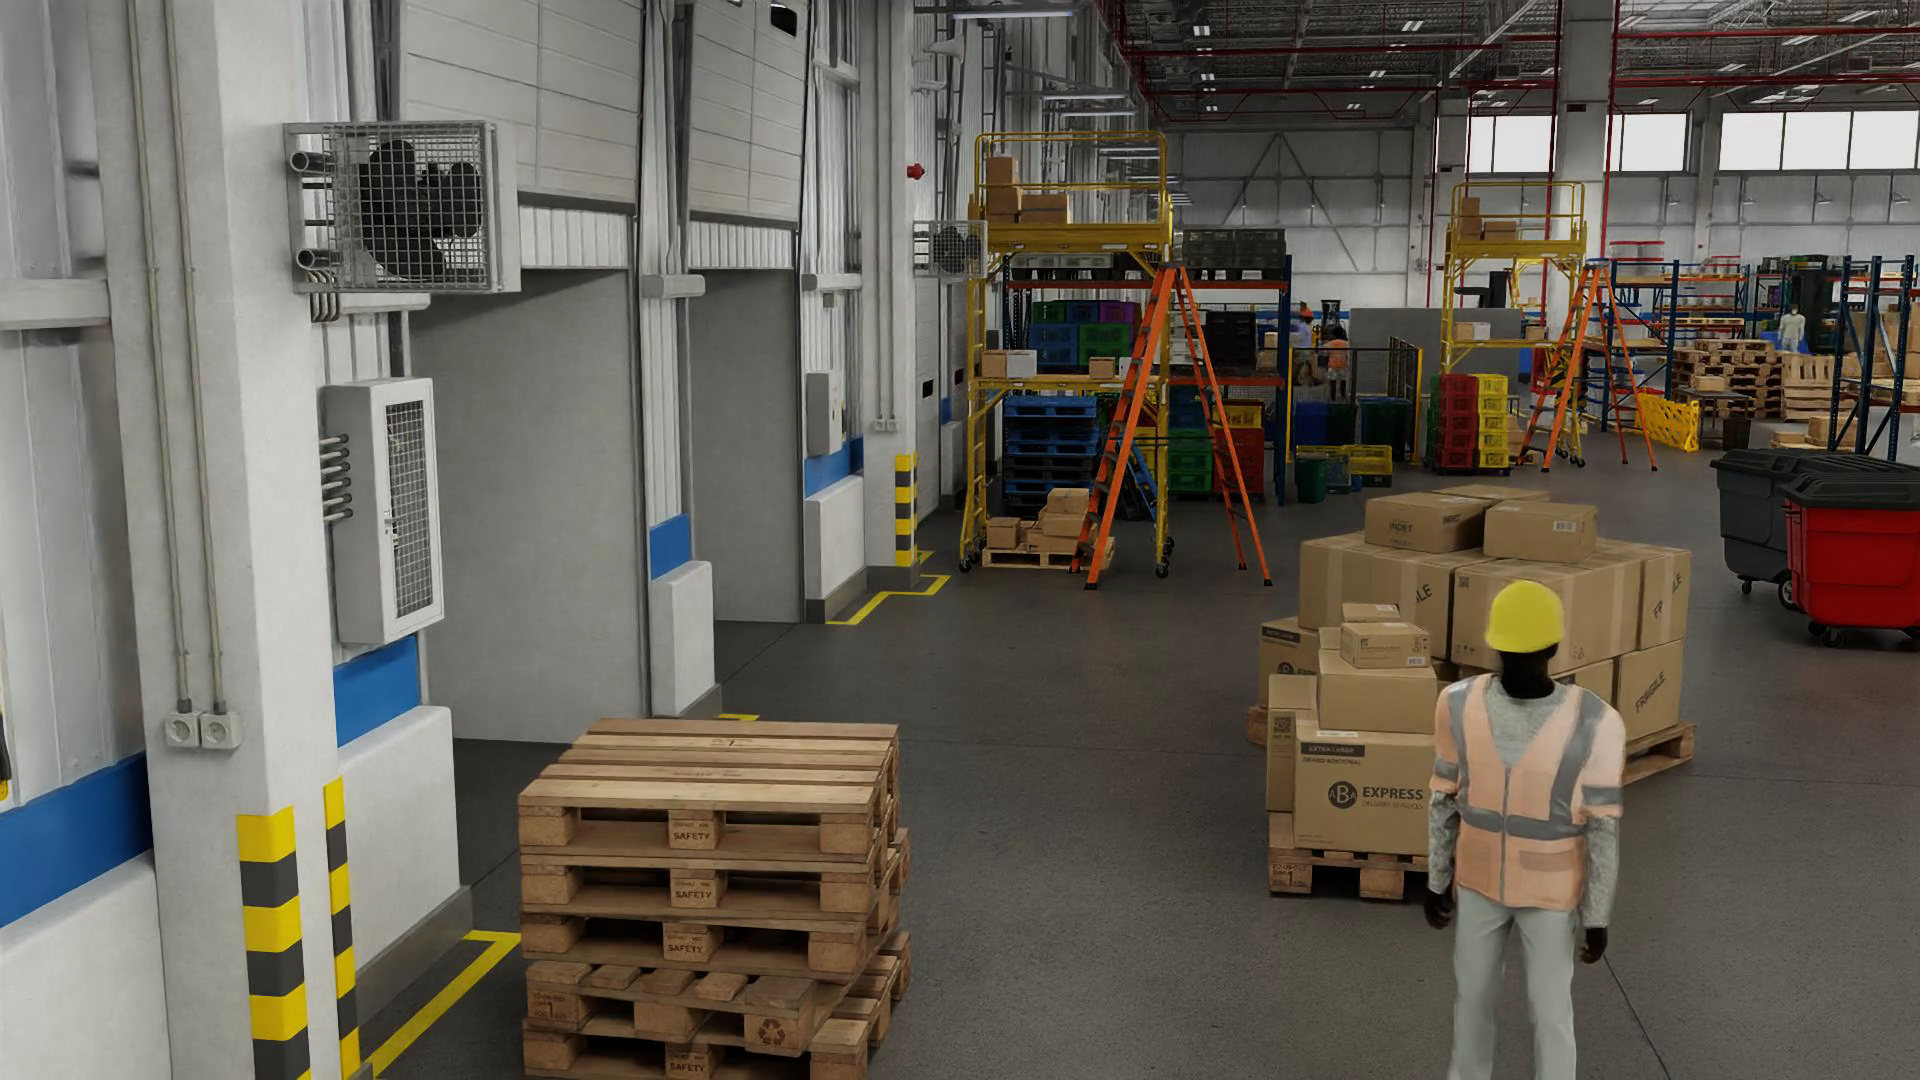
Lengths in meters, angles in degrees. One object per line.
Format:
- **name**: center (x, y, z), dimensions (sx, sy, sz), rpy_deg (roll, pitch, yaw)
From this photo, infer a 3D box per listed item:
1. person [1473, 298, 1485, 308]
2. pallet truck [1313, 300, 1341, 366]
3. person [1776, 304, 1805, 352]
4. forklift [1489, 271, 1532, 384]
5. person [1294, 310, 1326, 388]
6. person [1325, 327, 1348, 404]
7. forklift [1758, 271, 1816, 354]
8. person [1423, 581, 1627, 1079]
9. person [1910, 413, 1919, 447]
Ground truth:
- **person**: center (17.841, -7.345, 57.051), dimensions (0.641, 1.922, 0.634), rpy_deg (-8, 12, -42)
- **pallet truck**: center (11.159, -6.200, 49.718), dimensions (0.823, 1.965, 1.885), rpy_deg (4, 10, 26)
- **person**: center (23.259, -5.655, 46.598), dimensions (0.665, 1.912, 0.485), rpy_deg (6, 11, 31)
- **forklift**: center (13.422, -5.322, 41.591), dimensions (1.873, 2.768, 1.129), rpy_deg (1, 9, 9)
- **person**: center (8.508, -4.650, 40.495), dimensions (0.962, 1.887, 0.564), rpy_deg (5, 10, 28)
- **person**: center (7.966, -3.646, 34.976), dimensions (0.553, 1.651, 0.864), rpy_deg (3, 10, 21)
- **forklift**: center (24.173, -6.349, 47.920), dimensions (1.873, 2.768, 1.129), rpy_deg (0, 9, 2)
- **person**: center (1.729, 1.065, 5.164), dimensions (0.591, 1.918, 0.395), rpy_deg (7, 12, 37)
- **person**: center (15.607, -2.348, 26.788), dimensions (0.345, 1.736, 0.485), rpy_deg (9, 13, 43)
